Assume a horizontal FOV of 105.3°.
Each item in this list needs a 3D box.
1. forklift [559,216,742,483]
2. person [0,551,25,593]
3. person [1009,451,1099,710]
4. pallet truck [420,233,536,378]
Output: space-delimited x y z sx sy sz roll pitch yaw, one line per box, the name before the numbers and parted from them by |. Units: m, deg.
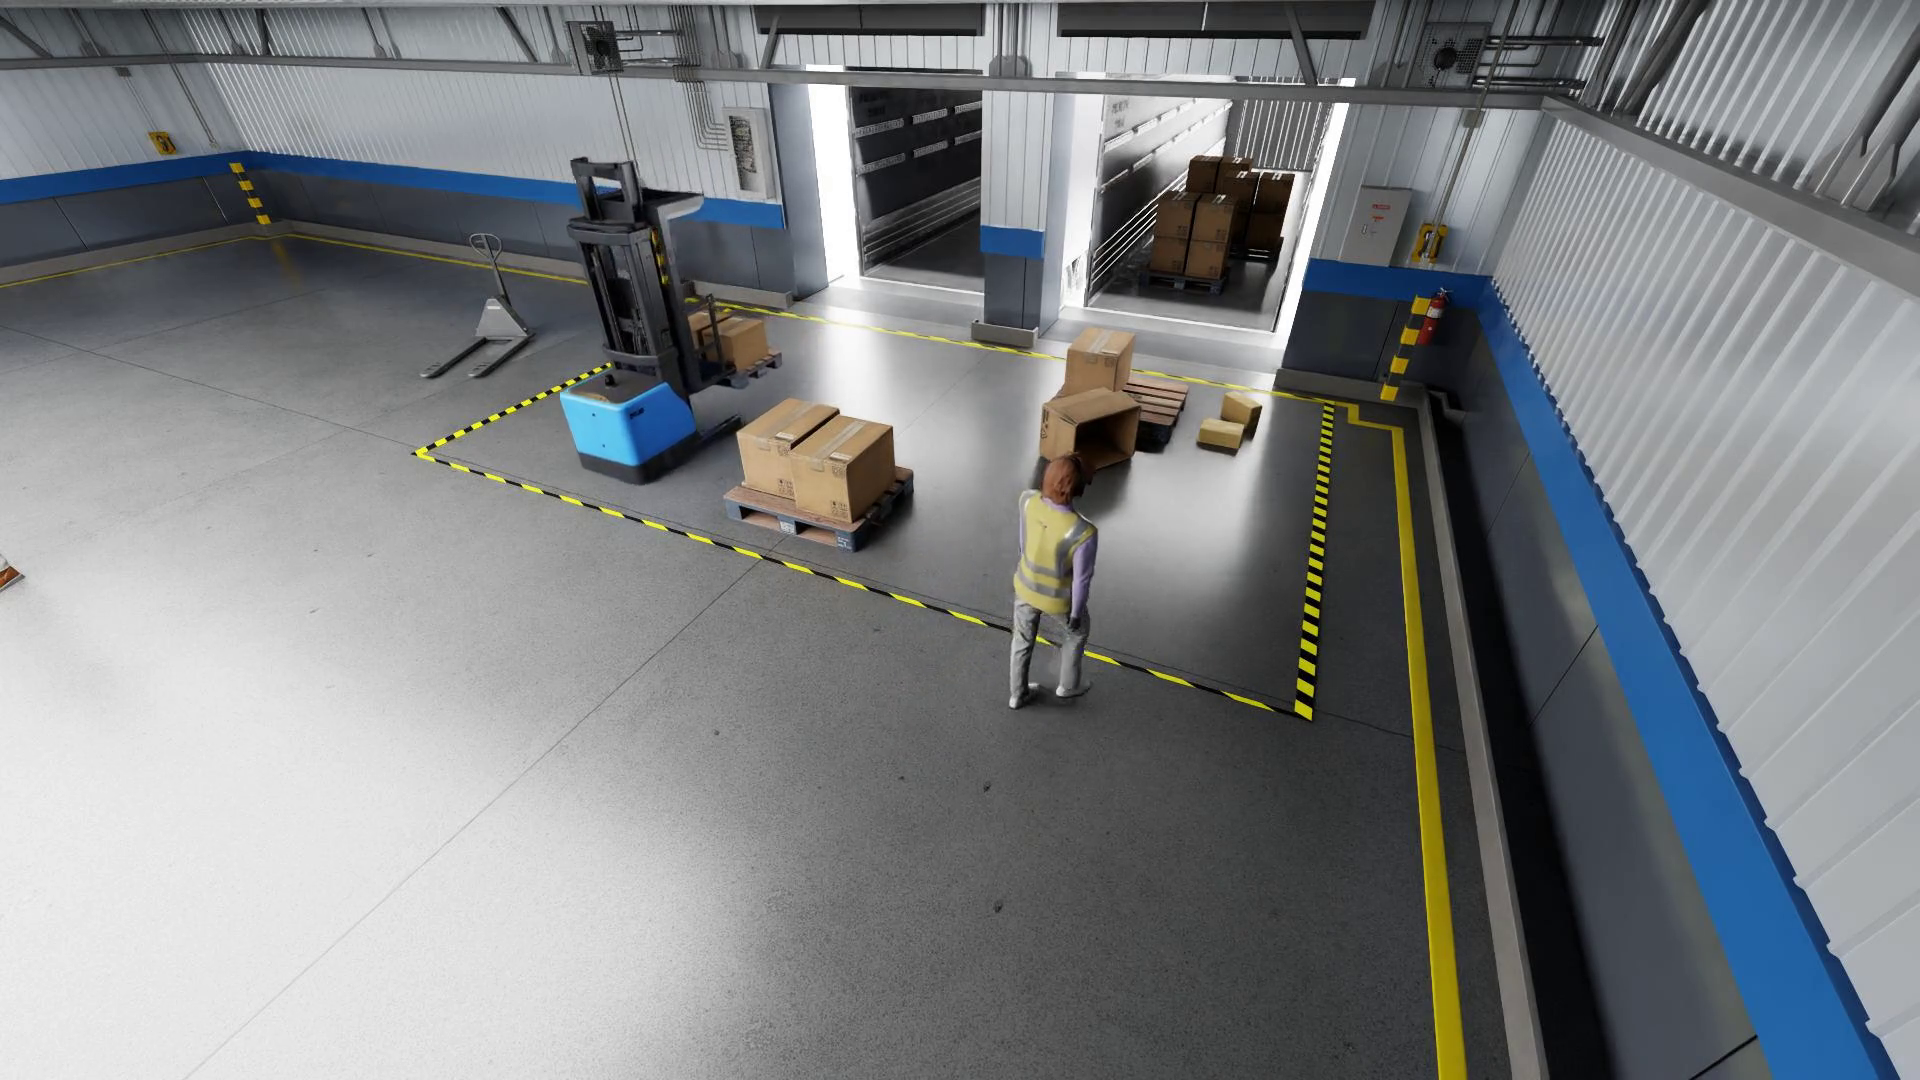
forklift | -2.849 -1.569 6.131 0.716 2.013 0.776 15 38 20
person | -6.917 -0.464 4.661 0.603 1.948 0.381 7 36 9
person | 0.496 0.261 3.924 0.531 1.624 0.473 28 44 34
pallet truck | -5.664 -2.712 8.427 0.680 1.201 1.601 0 35 -1
